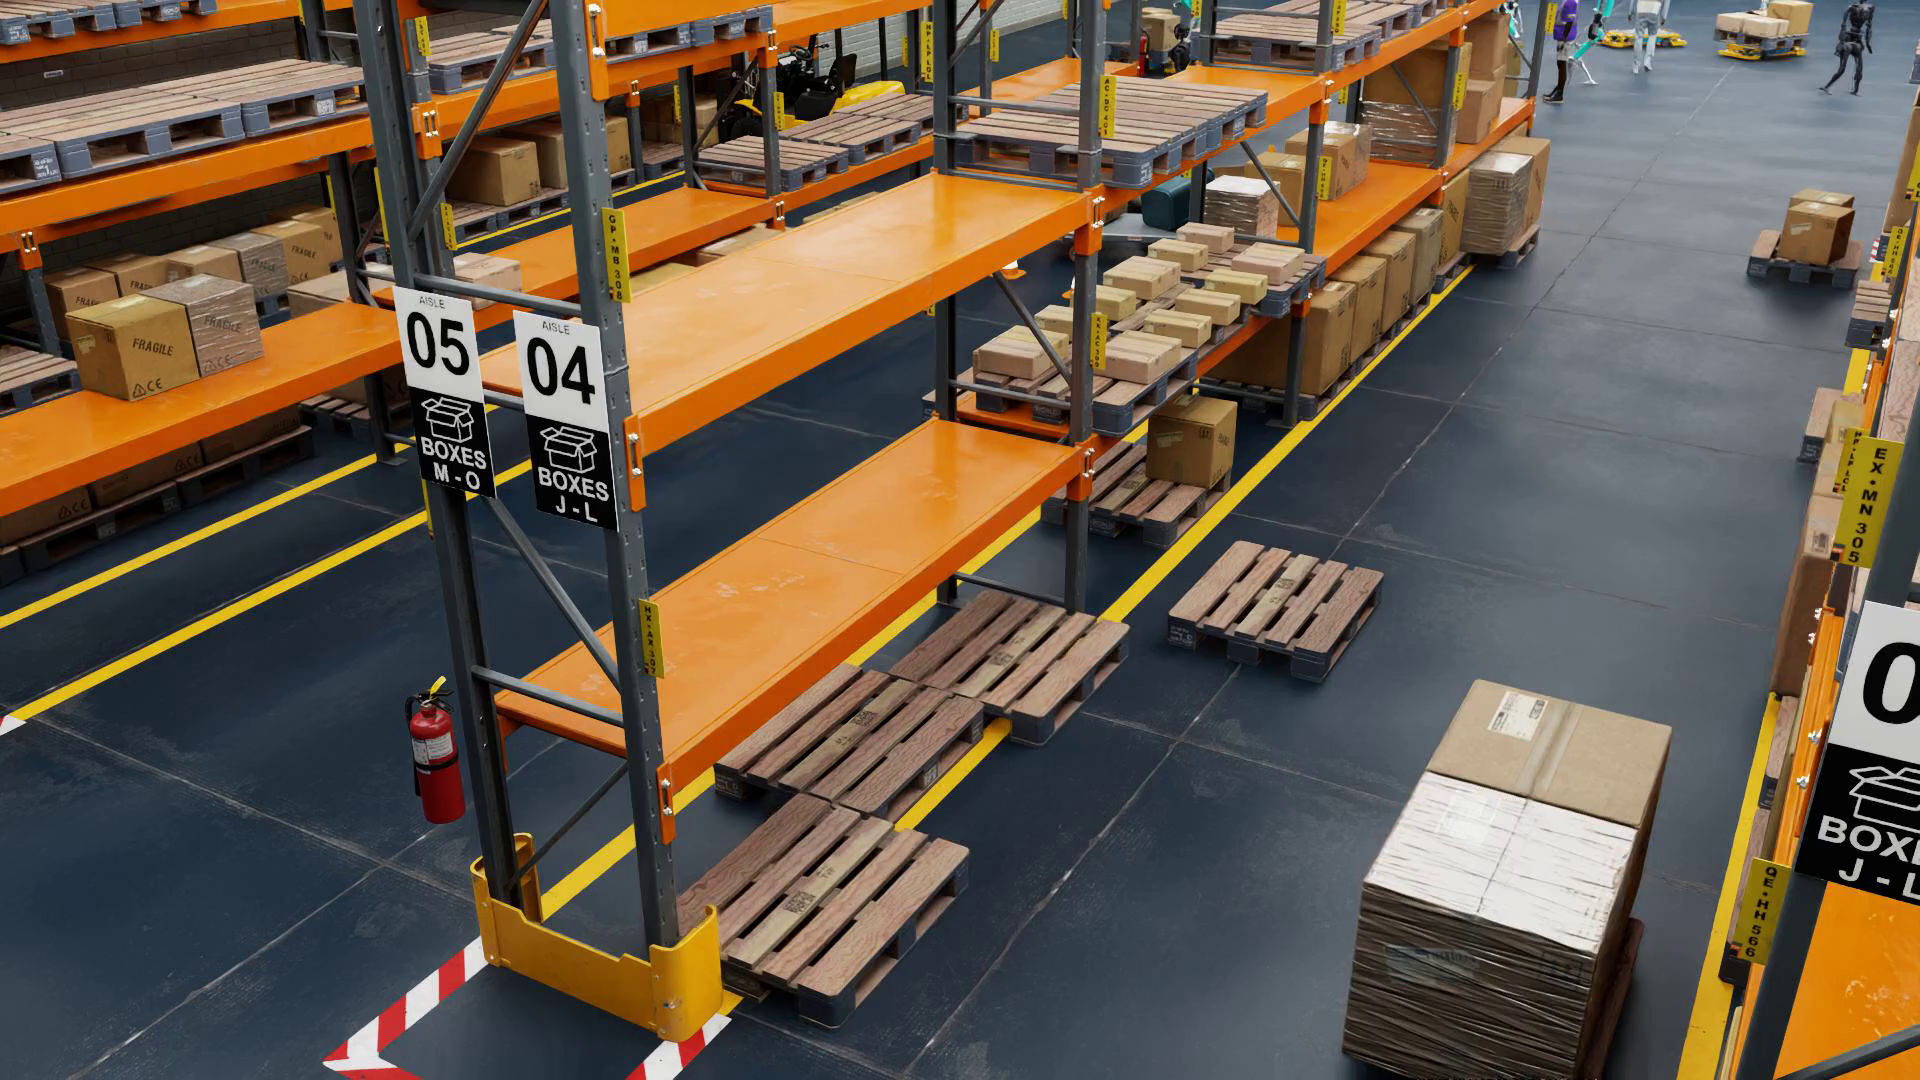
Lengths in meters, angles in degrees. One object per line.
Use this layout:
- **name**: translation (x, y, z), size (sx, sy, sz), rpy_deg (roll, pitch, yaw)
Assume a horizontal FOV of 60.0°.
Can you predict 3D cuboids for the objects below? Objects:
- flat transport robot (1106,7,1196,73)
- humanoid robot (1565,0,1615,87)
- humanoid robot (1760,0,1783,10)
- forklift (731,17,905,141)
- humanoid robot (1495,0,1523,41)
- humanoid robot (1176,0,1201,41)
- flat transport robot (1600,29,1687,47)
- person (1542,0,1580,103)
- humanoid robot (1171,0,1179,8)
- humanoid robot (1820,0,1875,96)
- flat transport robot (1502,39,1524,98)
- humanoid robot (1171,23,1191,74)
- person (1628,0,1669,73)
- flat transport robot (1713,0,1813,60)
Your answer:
- **flat transport robot**: translation (3.245, -8.100, 28.173), size (1.431, 0.231, 0.659), rpy_deg (16, 30, 30)
- **humanoid robot**: translation (9.949, -8.049, 26.477), size (0.802, 1.859, 0.543), rpy_deg (18, 31, 32)
- **humanoid robot**: translation (15.515, -10.459, 31.504), size (0.743, 1.890, 0.542), rpy_deg (1, 26, 2)
- **forklift**: translation (-1.819, -5.975, 21.543), size (2.313, 2.155, 1.214), rpy_deg (14, 29, 26)
- **humanoid robot**: translation (9.405, -8.927, 28.224), size (0.578, 1.777, 0.893), rpy_deg (-16, 30, -30)
- **humanoid robot**: translation (4.230, -9.872, 30.182), size (0.811, 1.775, 0.532), rpy_deg (-21, 33, -37)
- **flat transport robot**: translation (12.446, -9.166, 30.389), size (1.431, 0.231, 0.659), rpy_deg (-3, 26, -7)
- **person**: translation (9.183, -7.662, 25.308), size (0.368, 1.966, 0.600), rpy_deg (9, 27, 17)
- **humanoid robot**: translation (4.639, -11.716, 34.051), size (1.026, 1.732, 0.548), rpy_deg (-10, 27, -19)
- **humanoid robot**: translation (13.890, -7.757, 25.861), size (0.601, 1.630, 0.459), rpy_deg (-6, 26, -13)
- **flat transport robot**: translation (7.152, -5.867, 23.533), size (1.431, 0.231, 0.659), rpy_deg (0, 26, 0)
- **humanoid robot**: translation (2.965, -6.102, 22.380), size (0.315, 1.657, 0.599), rpy_deg (9, 27, 17)
- **person**: translation (11.461, -8.776, 27.705), size (0.594, 1.892, 0.567), rpy_deg (9, 27, 17)
- **flat transport robot**: translation (14.109, -8.662, 29.340), size (1.431, 0.231, 0.659), rpy_deg (-12, 28, -24)
